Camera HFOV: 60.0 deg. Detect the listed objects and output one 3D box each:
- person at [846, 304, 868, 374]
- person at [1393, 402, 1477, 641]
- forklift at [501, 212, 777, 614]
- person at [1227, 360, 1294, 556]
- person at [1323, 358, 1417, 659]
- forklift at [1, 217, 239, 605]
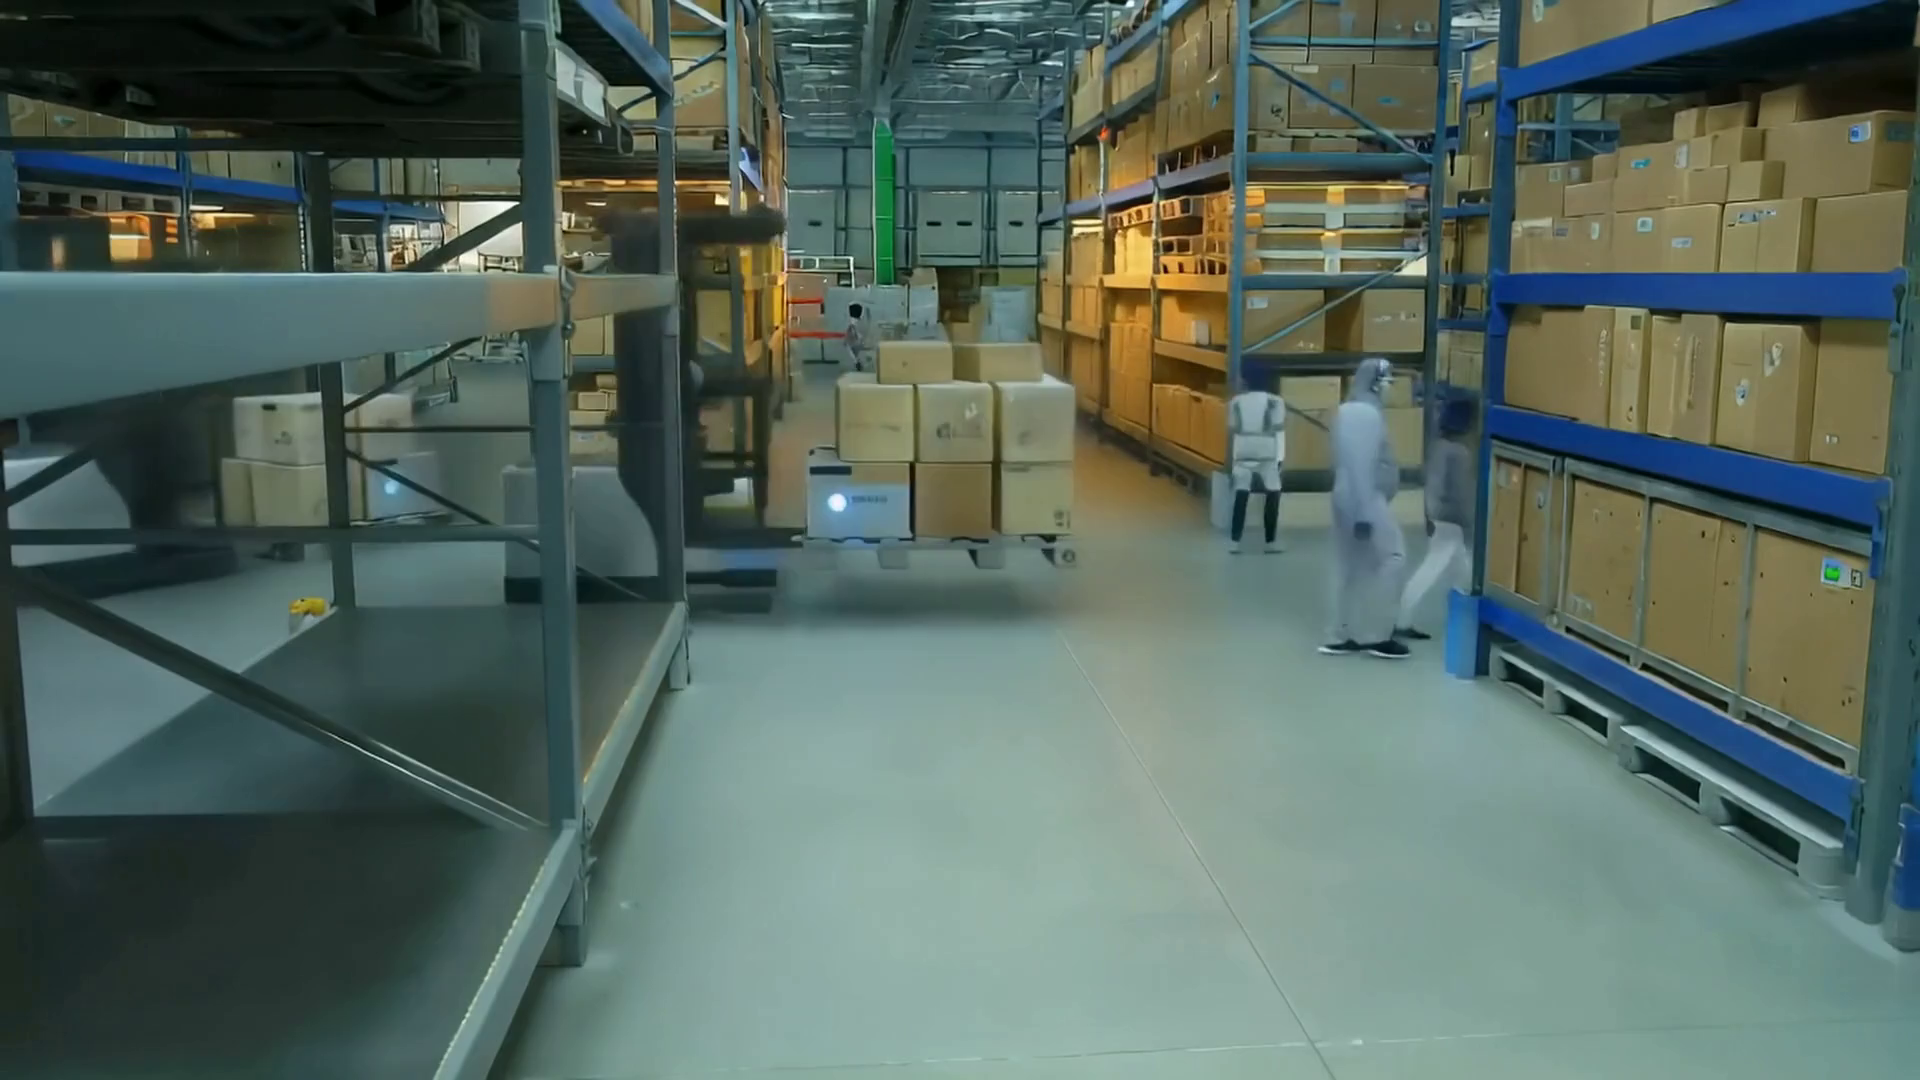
[{"bbox_3d":[-2.055,-3.778,33.107,0.430,1.845,0.624,-1,9,-5],"label":"person"},{"bbox_3d":[3.247,-0.115,10.895,0.872,1.579,0.522,-1,9,-4],"label":"person"},{"bbox_3d":[-2.280,-0.917,11.889,1.873,2.768,1.129,-1,9,-5],"label":"forklift"},{"bbox_3d":[2.549,-0.693,14.251,0.581,1.676,0.405,6,11,33],"label":"person"},{"bbox_3d":[2.629,-0.197,10.486,0.689,1.884,0.641,-1,9,-6],"label":"person"},{"bbox_3d":[-6.762,-1.038,12.648,1.129,2.768,1.873,6,11,34],"label":"forklift"}]
